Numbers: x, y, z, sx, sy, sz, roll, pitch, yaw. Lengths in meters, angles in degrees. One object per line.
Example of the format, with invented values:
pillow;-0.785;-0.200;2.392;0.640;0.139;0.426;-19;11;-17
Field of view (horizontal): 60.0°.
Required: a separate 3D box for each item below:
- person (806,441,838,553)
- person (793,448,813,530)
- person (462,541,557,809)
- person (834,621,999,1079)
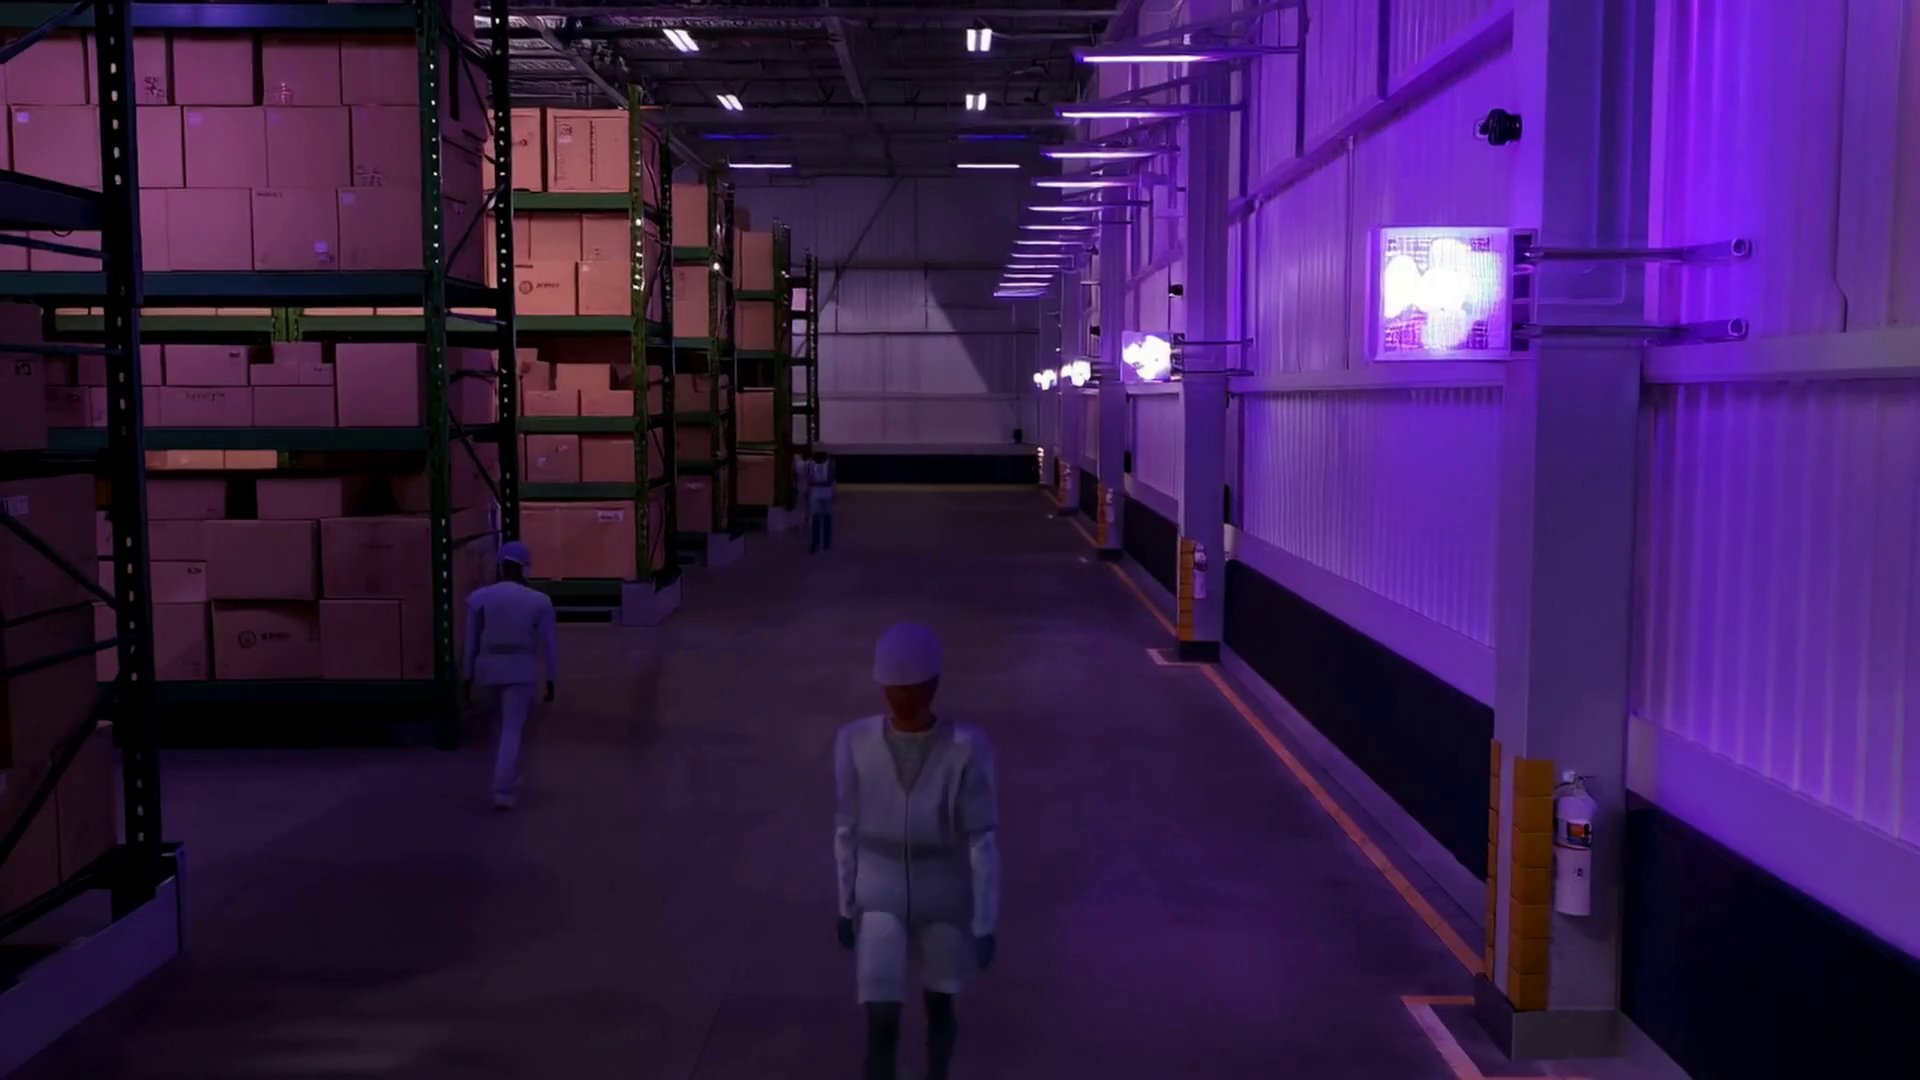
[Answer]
person;-2.346;-0.732;28.240;0.563;1.885;1.012;0;5;4
person;-3.034;-0.998;32.801;0.517;1.625;0.375;0;5;-1
person;-2.931;0.862;10.763;0.586;1.694;0.853;0;5;4
person;-0.157;1.214;5.473;0.571;1.884;0.972;1;5;7
